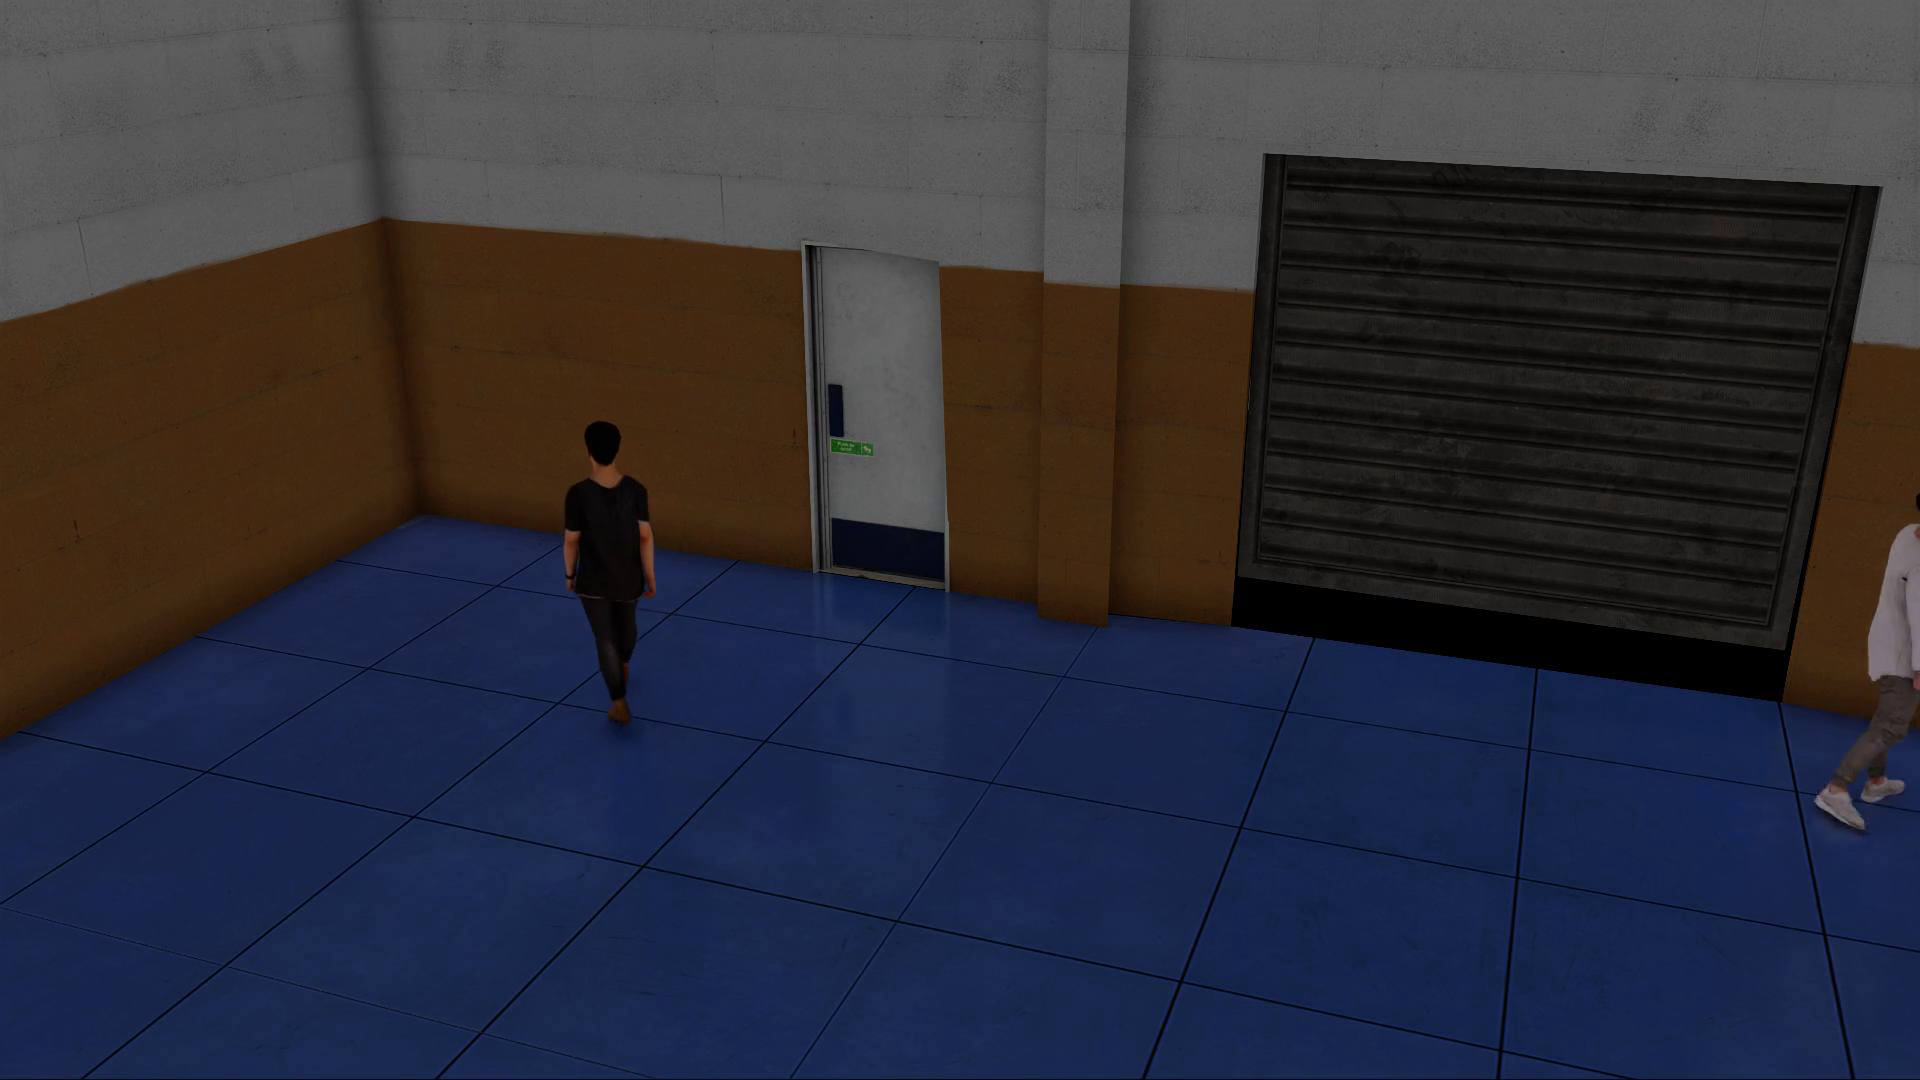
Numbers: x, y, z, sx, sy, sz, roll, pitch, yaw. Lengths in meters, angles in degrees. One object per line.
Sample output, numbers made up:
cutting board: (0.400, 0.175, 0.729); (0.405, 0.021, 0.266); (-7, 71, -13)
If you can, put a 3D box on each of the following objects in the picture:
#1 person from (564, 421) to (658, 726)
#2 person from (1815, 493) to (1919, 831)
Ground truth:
person: (-1.928, 0.221, 9.222); (1.096, 1.677, 1.139); (-9, 24, -21)
person: (4.707, 0.533, 8.271); (0.673, 1.807, 0.769); (3, 22, 6)
